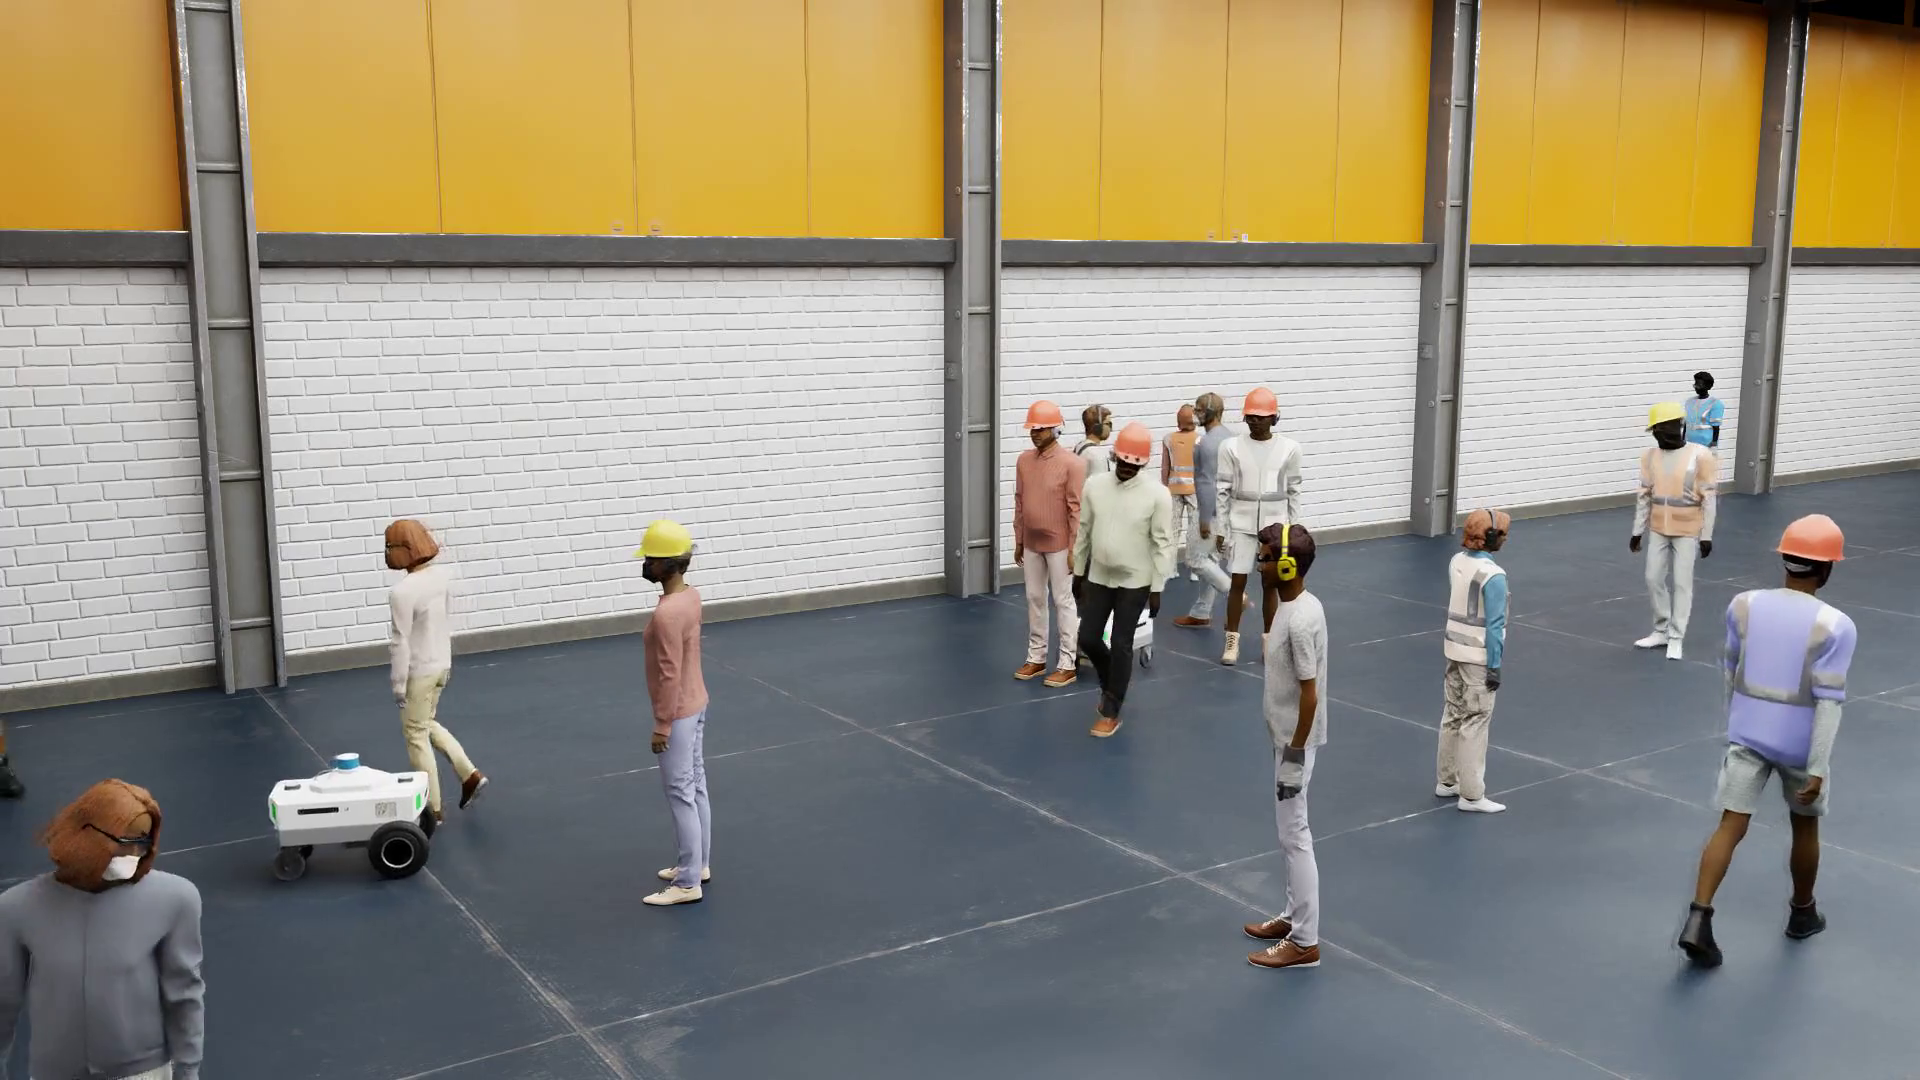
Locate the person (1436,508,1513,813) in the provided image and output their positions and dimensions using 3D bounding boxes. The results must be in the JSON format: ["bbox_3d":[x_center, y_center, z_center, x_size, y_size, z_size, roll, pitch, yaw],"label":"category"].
[{"bbox_3d":[2.751,0.639,8.895,0.311,1.631,0.504,-1,10,-9],"label":"person"}]

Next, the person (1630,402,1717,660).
[{"bbox_3d":[5.332,-0.068,12.394,0.416,1.891,0.631,-6,11,-33],"label":"person"}]

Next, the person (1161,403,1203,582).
[{"bbox_3d":[2.088,-0.431,15.293,0.521,1.645,0.306,6,11,33],"label":"person"}]

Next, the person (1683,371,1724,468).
[{"bbox_3d":[8.557,-1.106,19.221,0.319,1.691,0.535,-4,10,-22],"label":"person"}]

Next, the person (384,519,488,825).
[{"bbox_3d":[-2.755,0.690,8.596,0.409,1.618,0.516,2,10,11],"label":"person"}]

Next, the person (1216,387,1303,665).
[{"bbox_3d":[2.158,-0.089,12.042,0.611,2.040,0.392,1,10,8],"label":"person"}]

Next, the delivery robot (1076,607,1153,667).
[{"bbox_3d":[1.080,0.636,11.863,0.477,0.478,0.707,7,12,35],"label":"delivery robot"}]

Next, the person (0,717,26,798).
[{"bbox_3d":[-5.500,0.494,9.041,0.663,1.885,0.369,4,10,23],"label":"person"}]

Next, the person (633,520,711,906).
[{"bbox_3d":[-1.318,0.784,7.615,0.314,1.767,0.533,0,9,3],"label":"person"}]

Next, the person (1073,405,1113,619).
[{"bbox_3d":[1.026,-0.125,12.858,0.348,1.843,0.544,-2,10,-12],"label":"person"}]

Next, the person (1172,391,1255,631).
[{"bbox_3d":[2.000,-0.212,13.135,0.614,1.926,0.653,4,10,21],"label":"person"}]

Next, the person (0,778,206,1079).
[{"bbox_3d":[-2.308,1.407,4.331,0.657,1.611,0.286,-3,10,-18],"label":"person"}]

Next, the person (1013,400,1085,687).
[{"bbox_3d":[0.597,0.019,11.565,0.614,1.987,0.407,9,13,44],"label":"person"}]

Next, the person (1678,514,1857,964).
[{"bbox_3d":[3.392,0.834,6.947,0.991,1.896,0.546,-8,13,-41],"label":"person"}]

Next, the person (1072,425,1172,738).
[{"bbox_3d":[0.998,0.243,10.297,0.658,1.957,0.519,5,11,28],"label":"person"}]

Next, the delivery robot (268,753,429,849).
[{"bbox_3d":[-2.940,1.273,8.020,0.707,0.478,0.477,-2,10,-13],"label":"delivery robot"}]

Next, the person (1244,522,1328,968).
[{"bbox_3d":[1.367,0.851,6.914,0.309,1.864,0.535,1,10,8],"label":"person"}]
